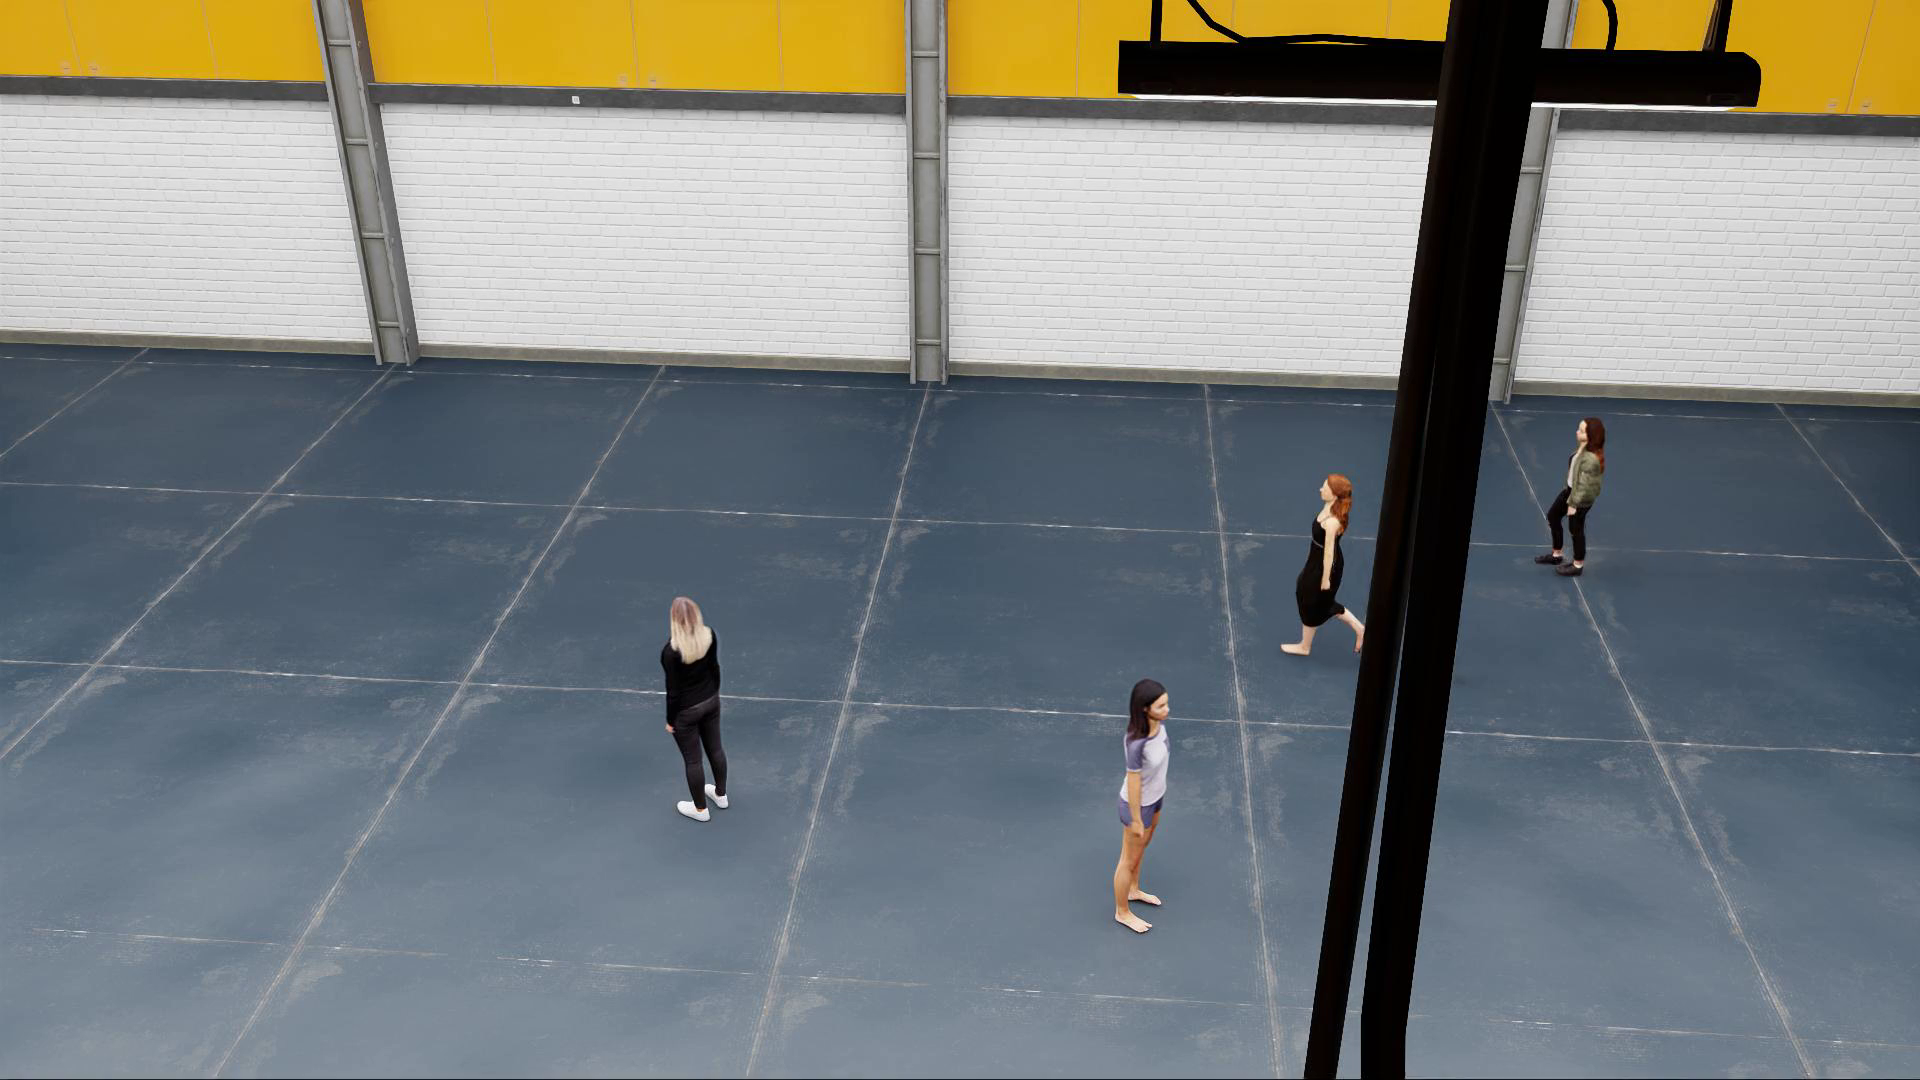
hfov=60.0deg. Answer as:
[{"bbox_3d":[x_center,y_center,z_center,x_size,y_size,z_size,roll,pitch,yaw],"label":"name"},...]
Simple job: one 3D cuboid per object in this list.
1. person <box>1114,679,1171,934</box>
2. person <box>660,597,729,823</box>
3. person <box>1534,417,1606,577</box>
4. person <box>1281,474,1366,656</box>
[{"bbox_3d":[1.119,1.600,10.233,0.627,1.733,0.649,13,31,22],"label":"person"},{"bbox_3d":[-1.775,1.131,11.143,0.730,1.685,0.698,24,36,36],"label":"person"},{"bbox_3d":[5.312,-0.360,14.108,0.595,1.465,0.593,3,29,5],"label":"person"},{"bbox_3d":[2.916,0.228,12.880,0.948,1.608,0.695,8,30,15],"label":"person"}]
